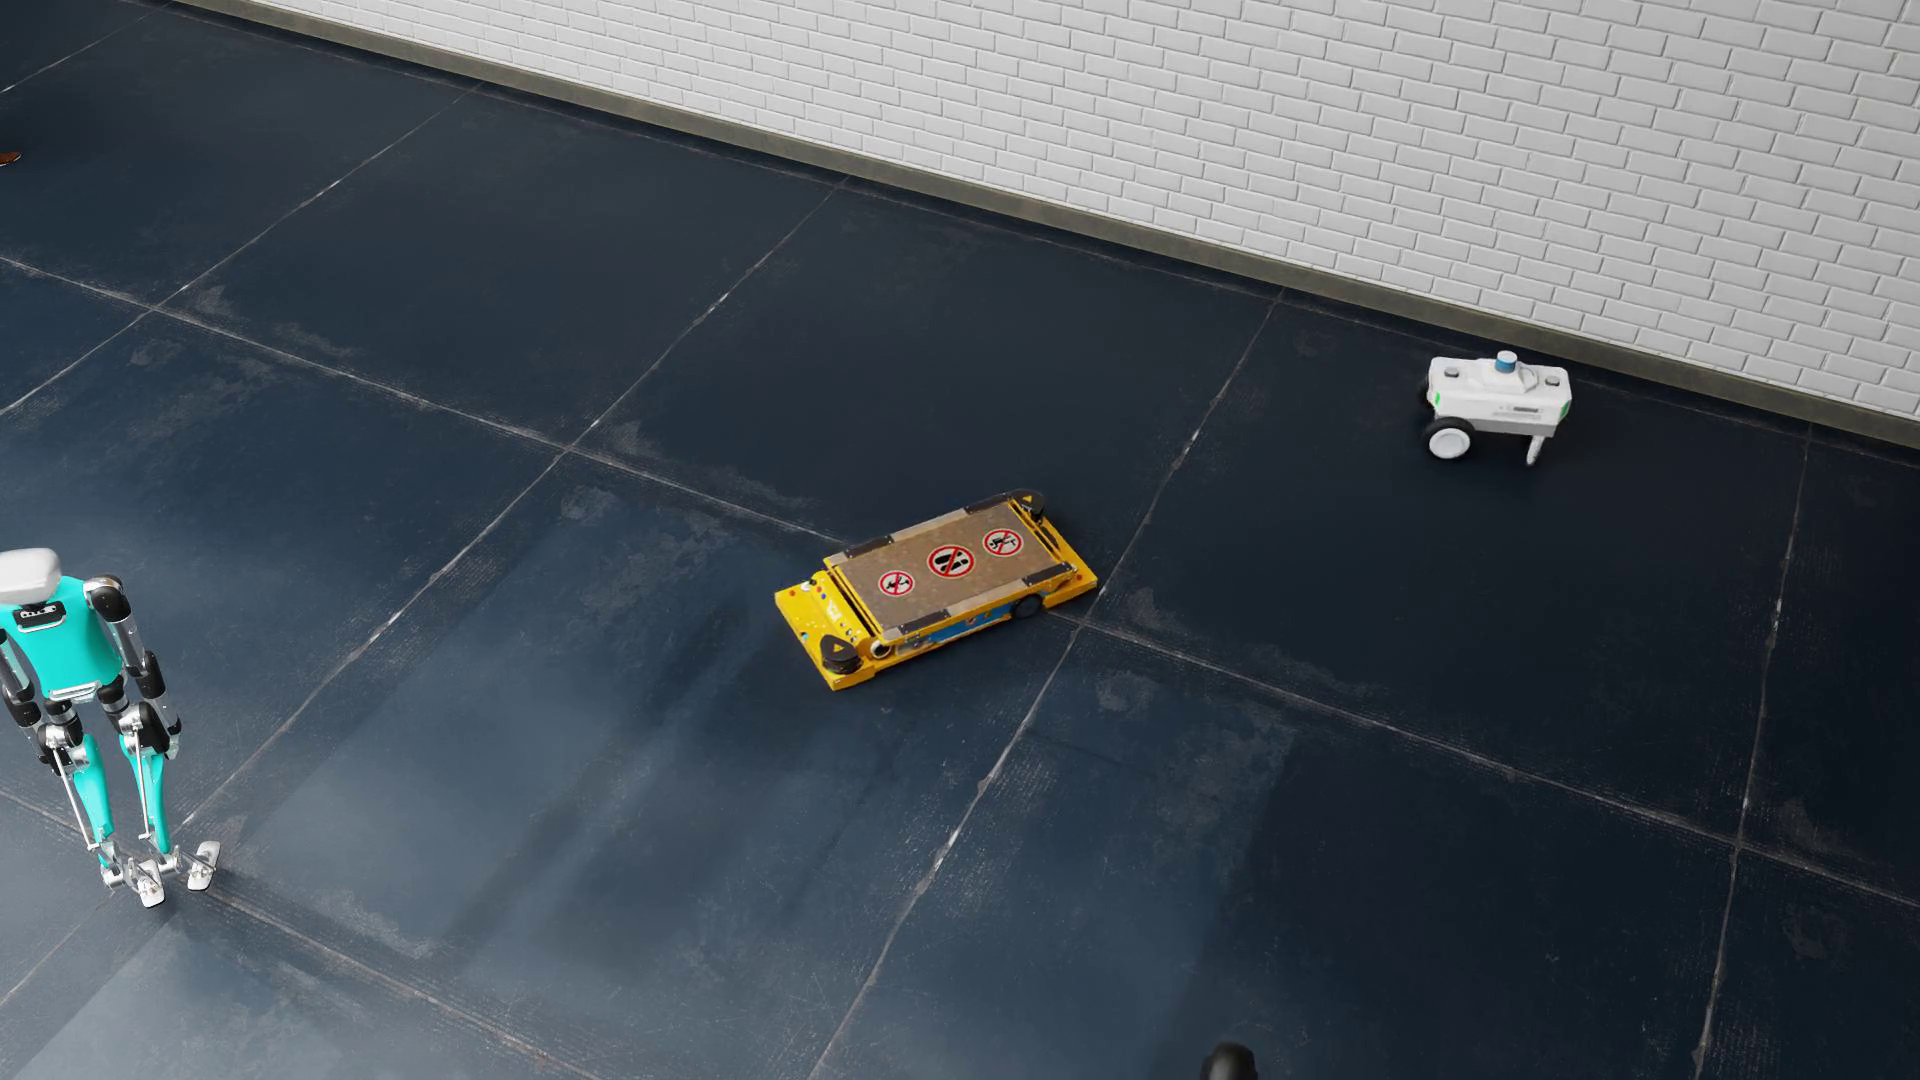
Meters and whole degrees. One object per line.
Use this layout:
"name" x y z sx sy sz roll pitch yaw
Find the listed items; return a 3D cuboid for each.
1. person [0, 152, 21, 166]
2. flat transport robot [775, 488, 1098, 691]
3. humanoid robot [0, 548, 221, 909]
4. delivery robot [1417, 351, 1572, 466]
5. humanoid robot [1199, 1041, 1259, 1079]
"person" -6.561 -3.150 10.646 0.500 1.636 0.283 16 45 17
"flat transport robot" -0.110 0.215 8.024 1.431 0.231 0.659 -20 47 -21
"humanoid robot" -3.191 0.832 6.179 0.533 1.677 0.735 -12 44 -13
"delivery robot" 2.826 -0.739 8.830 0.746 0.578 0.517 6 43 6
"humanoid robot" 0.768 2.025 5.040 0.587 1.651 0.326 10 44 11
